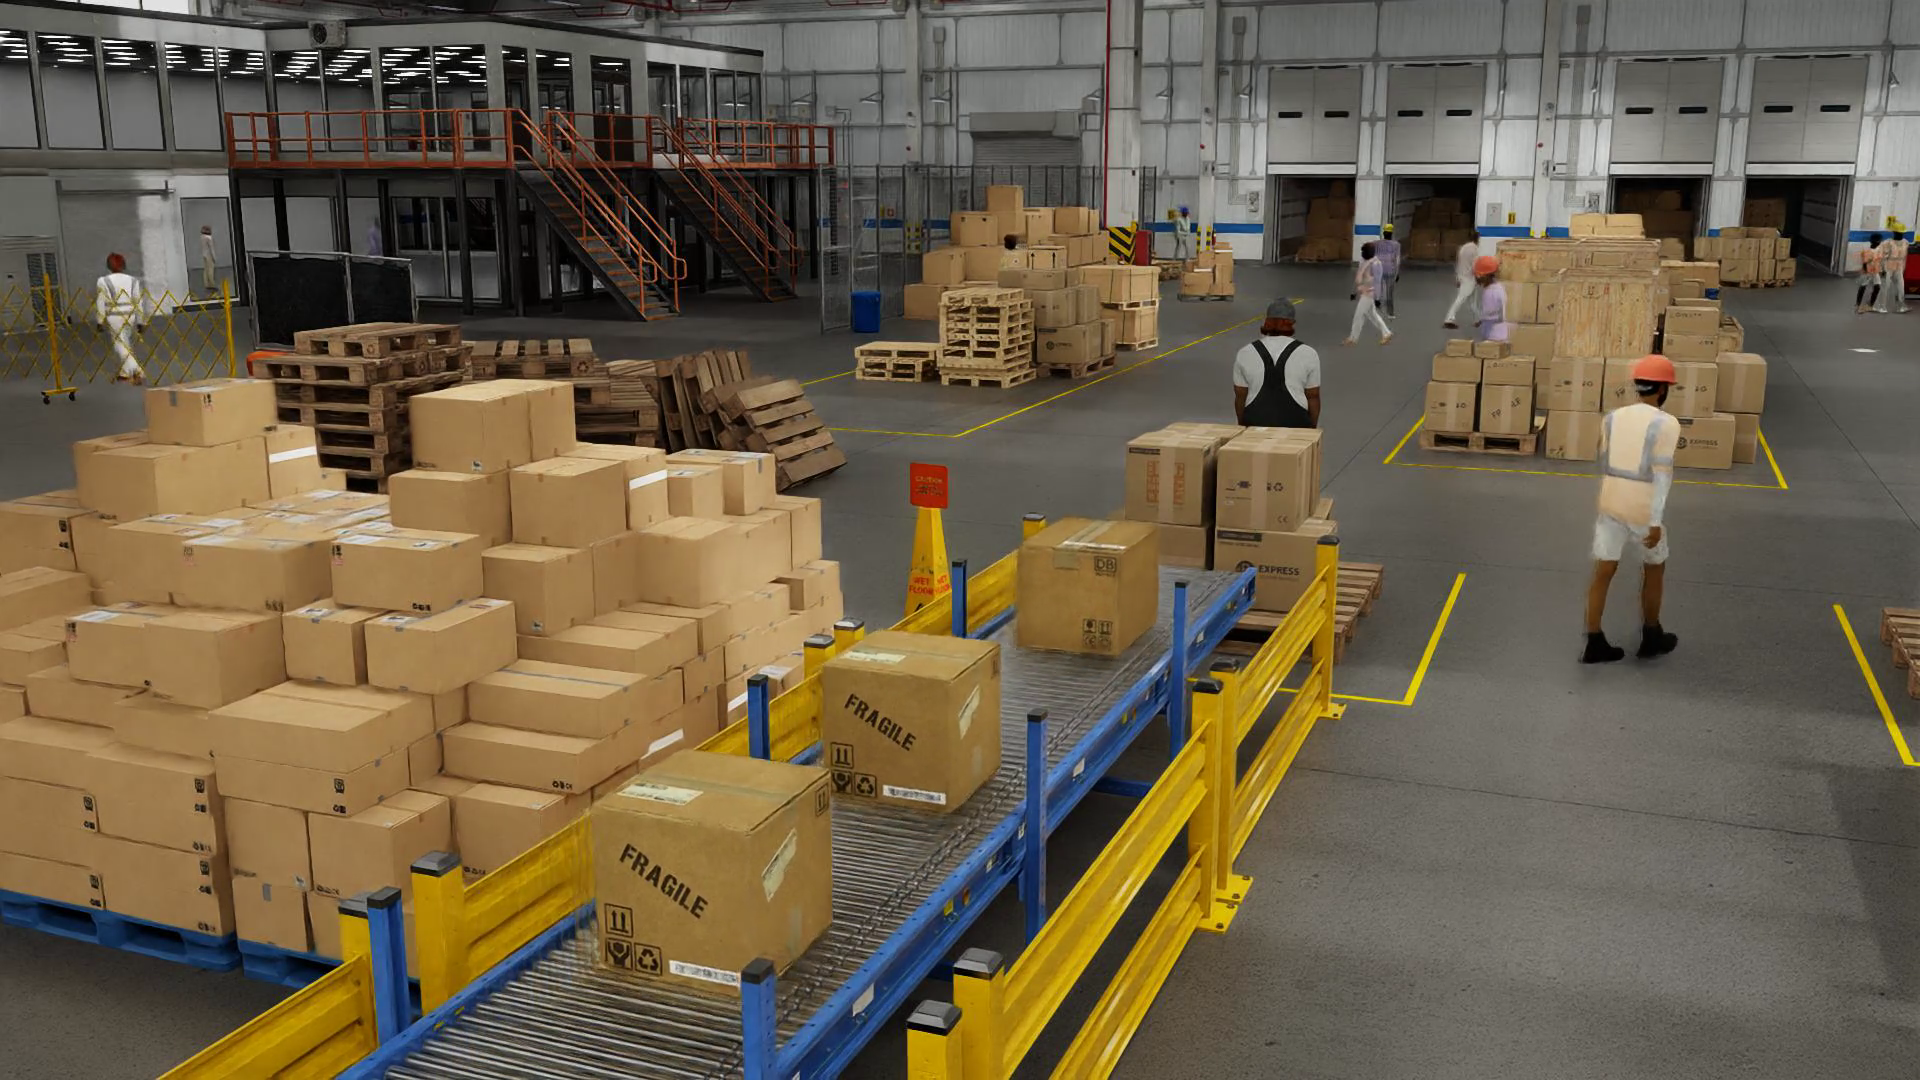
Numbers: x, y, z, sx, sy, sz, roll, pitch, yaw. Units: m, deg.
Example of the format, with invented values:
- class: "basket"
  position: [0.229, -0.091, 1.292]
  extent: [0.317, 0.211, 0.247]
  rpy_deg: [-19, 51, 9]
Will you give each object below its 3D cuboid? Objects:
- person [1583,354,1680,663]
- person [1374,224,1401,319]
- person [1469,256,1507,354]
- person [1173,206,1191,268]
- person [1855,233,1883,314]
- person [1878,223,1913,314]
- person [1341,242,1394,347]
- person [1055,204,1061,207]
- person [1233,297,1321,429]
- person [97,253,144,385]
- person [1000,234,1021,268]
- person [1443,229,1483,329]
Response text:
- class: "person"
  position: [4.208, -0.192, 10.267]
  extent: [0.847, 1.892, 0.561]
  rpy_deg: [-8, 15, -31]
- class: "person"
  position: [8.634, -5.447, 33.774]
  extent: [0.589, 1.927, 0.388]
  rpy_deg: [6, 14, 25]
- class: "person"
  position: [6.388, -2.414, 20.020]
  extent: [0.639, 1.991, 0.641]
  rpy_deg: [4, 13, 17]
- class: "person"
  position: [6.843, -9.282, 51.069]
  extent: [0.631, 1.895, 1.023]
  rpy_deg: [-7, 14, -28]
- class: "person"
  position: [19.140, -5.583, 34.903]
  extent: [0.558, 1.681, 0.601]
  rpy_deg: [-2, 13, -10]
- class: "person"
  position: [19.694, -5.689, 34.941]
  extent: [0.609, 1.885, 0.892]
  rpy_deg: [-1, 13, -3]
- class: "person"
  position: [7.056, -4.211, 28.531]
  extent: [0.936, 1.805, 0.626]
  rpy_deg: [-1, 13, -5]
- class: "person"
  position: [3.185, -9.486, 51.858]
  extent: [1.010, 1.950, 0.598]
  rpy_deg: [-1, 13, -3]
- class: "person"
  position: [2.513, -0.909, 13.162]
  extent: [0.682, 2.000, 0.538]
  rpy_deg: [4, 13, 19]
- class: "person"
  position: [-11.816, -3.113, 23.484]
  extent: [0.875, 1.855, 0.576]
  rpy_deg: [8, 15, 33]
- class: "person"
  position: [0.909, -4.783, 31.027]
  extent: [0.636, 1.820, 0.630]
  rpy_deg: [-6, 14, -25]
- class: "person"
  position: [9.689, -4.956, 31.680]
  extent: [1.037, 1.895, 0.628]
  rpy_deg: [-2, 13, -9]
